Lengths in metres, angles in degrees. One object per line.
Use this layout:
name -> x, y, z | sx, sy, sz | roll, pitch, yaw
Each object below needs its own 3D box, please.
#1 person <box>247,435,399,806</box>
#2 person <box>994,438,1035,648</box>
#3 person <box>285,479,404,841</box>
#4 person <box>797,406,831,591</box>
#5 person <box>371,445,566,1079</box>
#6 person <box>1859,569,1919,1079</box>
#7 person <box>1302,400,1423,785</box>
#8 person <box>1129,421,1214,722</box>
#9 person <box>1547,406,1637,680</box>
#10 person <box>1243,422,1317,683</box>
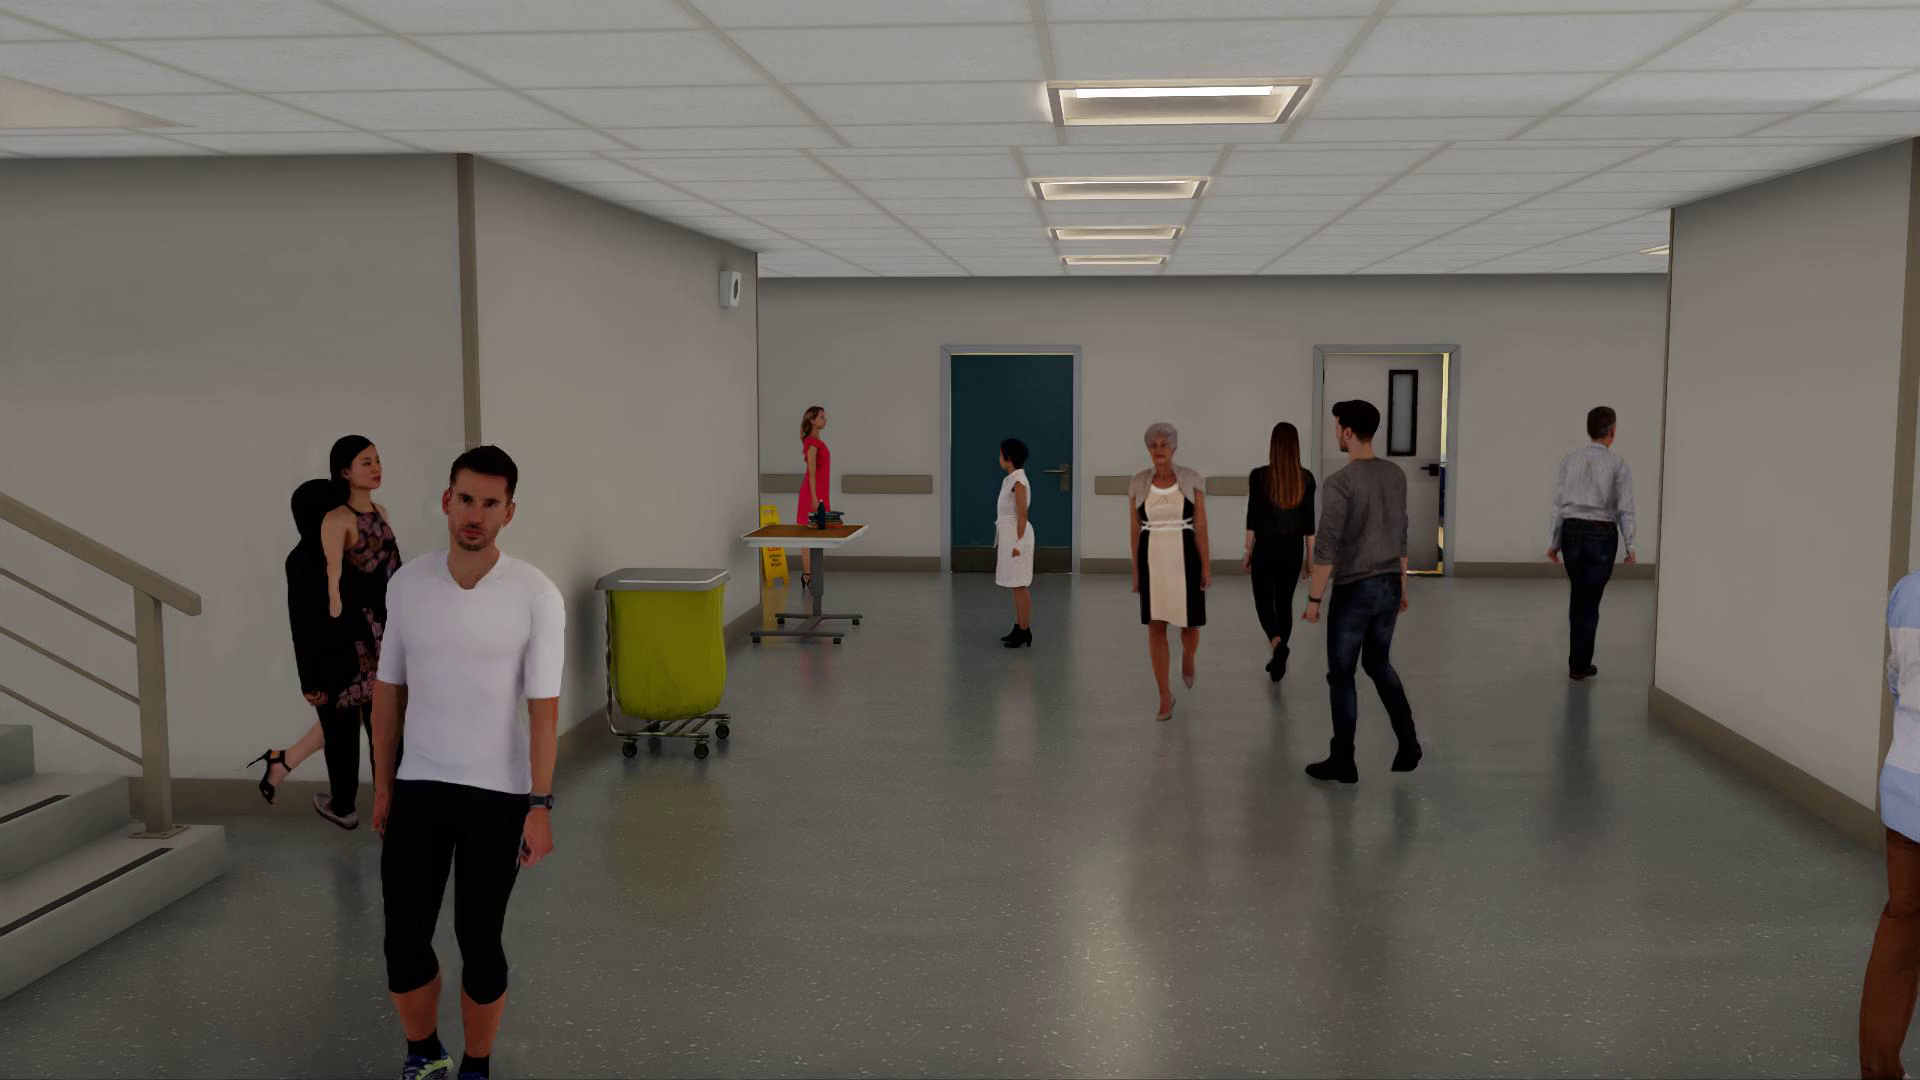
person -> -2.591, 0.451, 7.019 | 1.035, 1.753, 0.649 | 1, 6, 9
person -> 0.422, 0.013, 12.376 | 0.550, 1.552, 0.582 | 0, 6, -3
person -> -2.481, 0.565, 6.891 | 1.149, 1.551, 1.127 | -3, 6, -24
person -> -1.391, -0.408, 15.682 | 0.525, 1.728, 0.560 | 0, 6, 4
person -> -1.345, 0.665, 4.486 | 0.508, 1.833, 0.770 | 1, 6, 13
person -> 2.607, 0.687, 4.347 | 0.638, 1.818, 0.715 | -1, 6, -5
person -> 2.021, 0.268, 8.121 | 0.959, 1.897, 1.018 | -3, 7, -29
person -> 1.264, 0.182, 9.819 | 0.982, 1.727, 0.829 | 1, 6, 11
person -> 4.136, 0.024, 11.022 | 0.911, 1.801, 0.966 | 5, 8, 43
person -> 2.074, 0.101, 10.787 | 0.934, 1.695, 0.733 | 0, 6, 0
